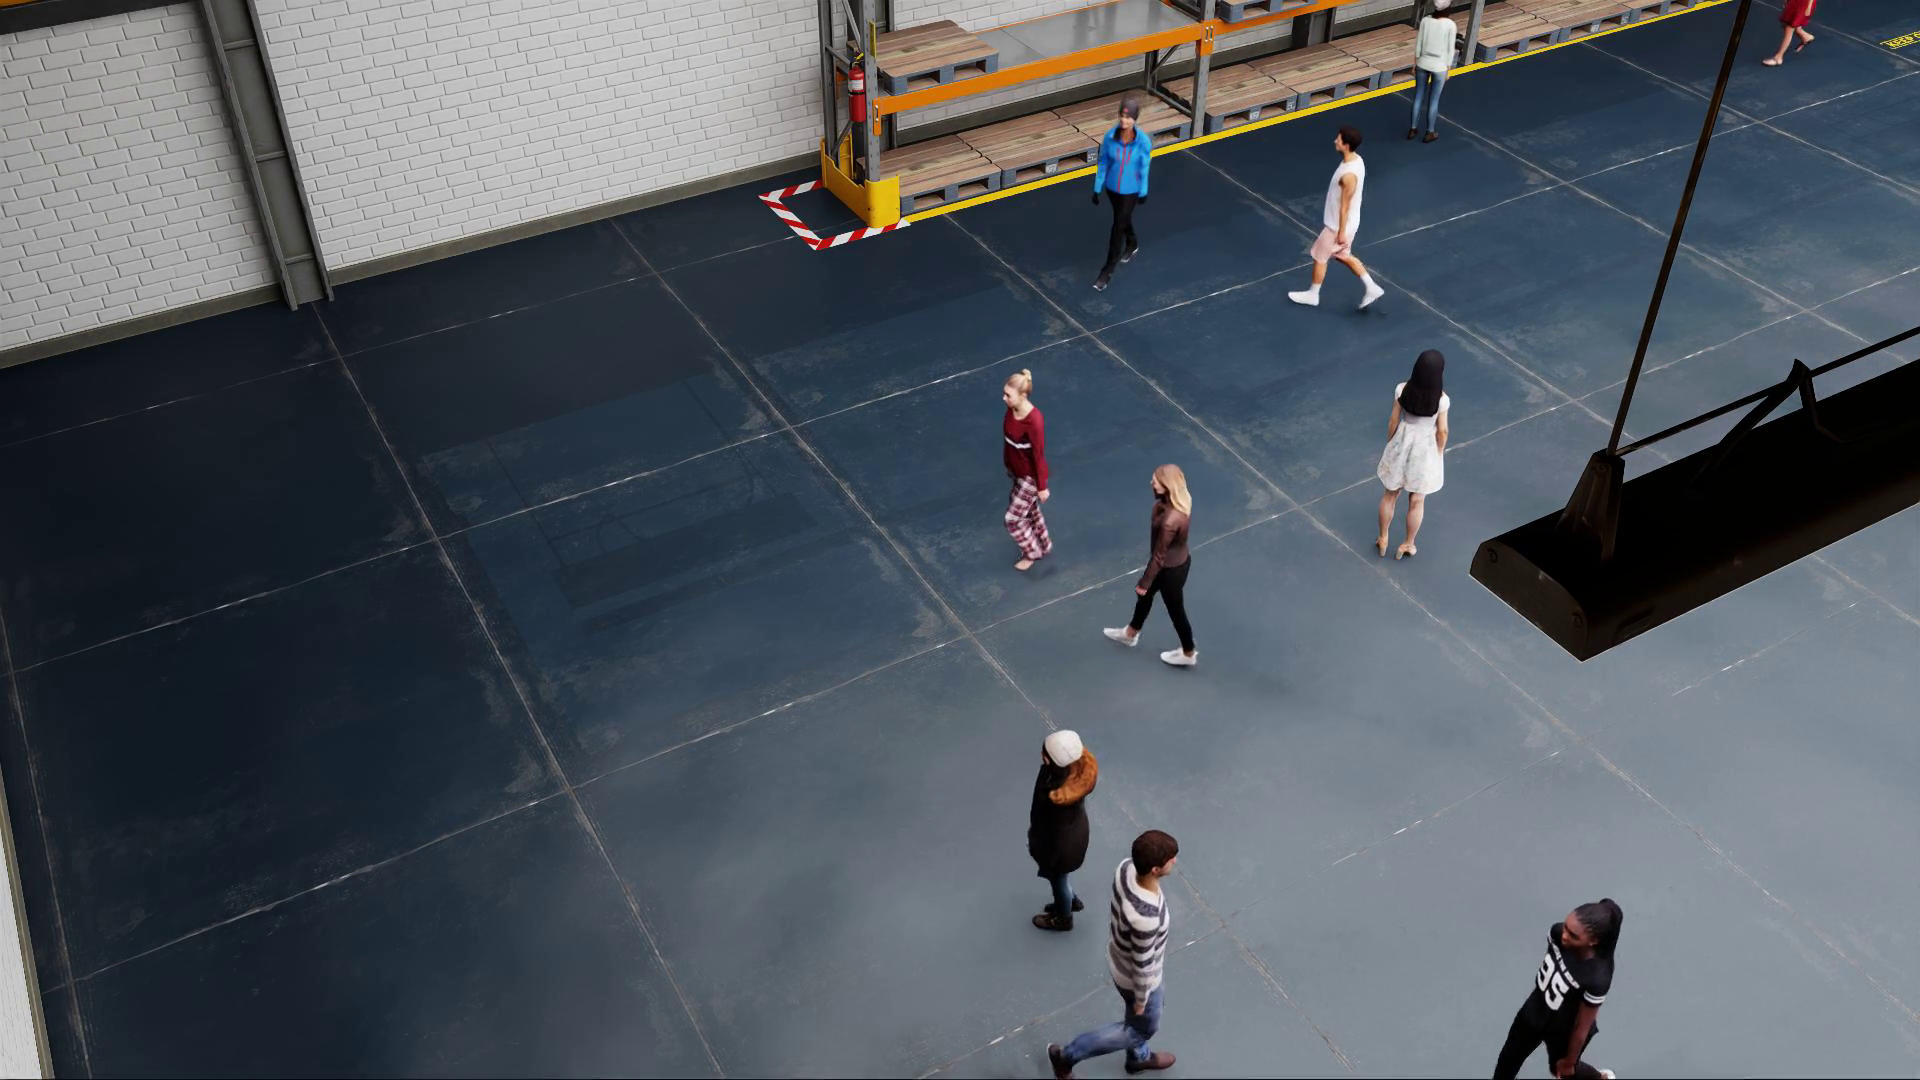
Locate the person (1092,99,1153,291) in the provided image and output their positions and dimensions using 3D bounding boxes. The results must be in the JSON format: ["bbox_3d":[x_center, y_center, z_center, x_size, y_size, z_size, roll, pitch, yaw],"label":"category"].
[{"bbox_3d":[1.539,-3.262,15.454,1.016,1.743,1.286,21,43,24],"label":"person"}]

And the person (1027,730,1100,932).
[{"bbox_3d":[0.635,1.660,9.384,0.796,1.628,0.760,4,39,5],"label":"person"}]

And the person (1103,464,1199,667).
[{"bbox_3d":[1.494,0.215,11.158,1.020,1.672,0.958,9,39,11],"label":"person"}]

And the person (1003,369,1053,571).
[{"bbox_3d":[0.528,-0.501,12.048,0.716,1.680,0.652,-17,42,-20],"label":"person"}]

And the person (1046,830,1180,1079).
[{"bbox_3d":[0.810,2.196,8.555,1.079,1.825,0.904,-2,39,-3],"label":"person"}]

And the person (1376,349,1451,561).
[{"bbox_3d":[3.297,-0.612,12.110,0.766,1.777,0.798,20,43,23],"label":"person"}]

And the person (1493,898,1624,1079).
[{"bbox_3d":[3.079,2.420,8.379,1.196,1.695,0.810,-12,40,-15],"label":"person"}]

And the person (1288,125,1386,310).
[{"bbox_3d":[3.507,-2.831,14.902,1.119,1.759,1.113,14,41,17],"label":"person"}]

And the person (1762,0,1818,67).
[{"bbox_3d":[9.884,-6.288,19.416,0.939,1.528,0.707,-6,39,-8],"label":"person"}]

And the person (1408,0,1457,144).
[{"bbox_3d":[5.056,-5.077,17.804,0.637,1.648,0.637,22,44,25],"label":"person"}]
